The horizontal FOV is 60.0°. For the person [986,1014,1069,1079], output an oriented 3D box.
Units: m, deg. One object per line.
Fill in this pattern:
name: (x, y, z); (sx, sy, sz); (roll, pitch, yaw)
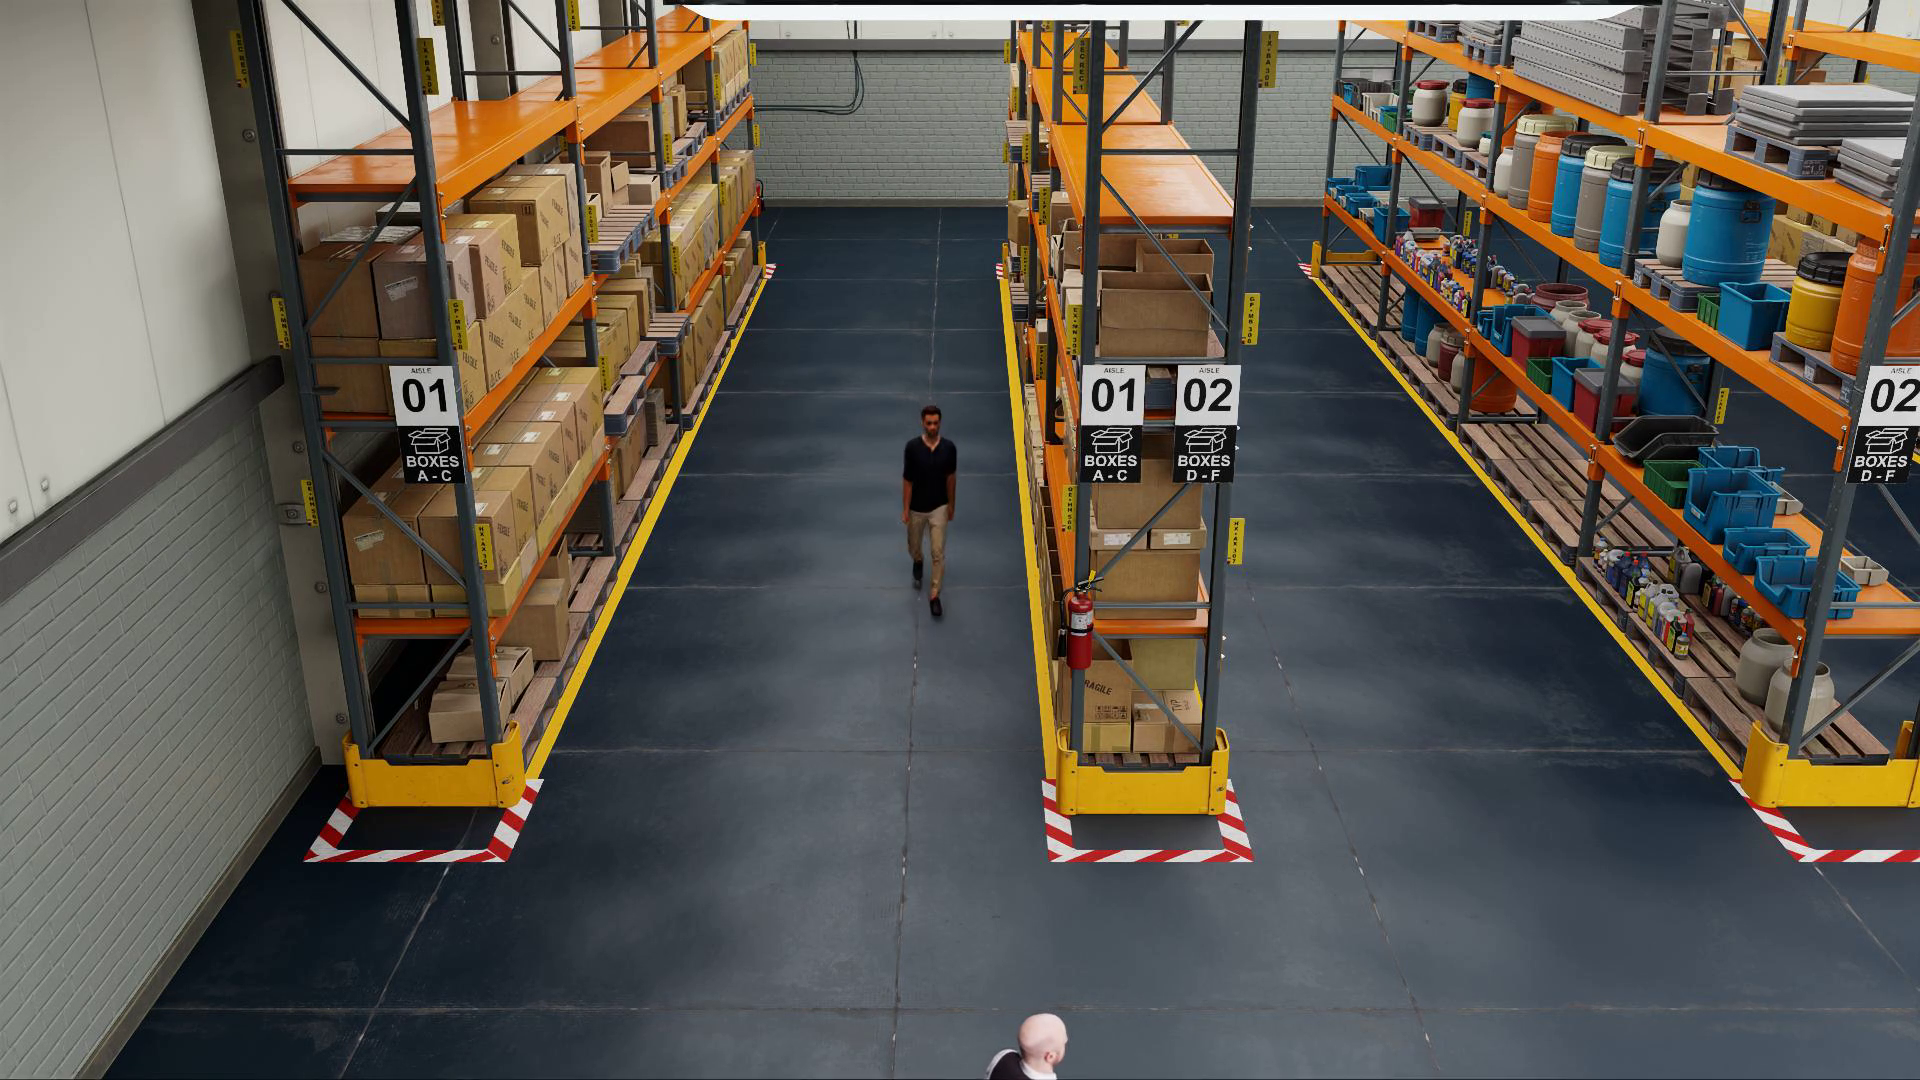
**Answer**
person: (0.289, 2.761, 7.035); (0.848, 1.822, 0.758); (-16, 27, -33)

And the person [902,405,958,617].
person: (-0.293, -0.308, 14.523); (0.650, 1.835, 1.087); (-1, 22, -3)
